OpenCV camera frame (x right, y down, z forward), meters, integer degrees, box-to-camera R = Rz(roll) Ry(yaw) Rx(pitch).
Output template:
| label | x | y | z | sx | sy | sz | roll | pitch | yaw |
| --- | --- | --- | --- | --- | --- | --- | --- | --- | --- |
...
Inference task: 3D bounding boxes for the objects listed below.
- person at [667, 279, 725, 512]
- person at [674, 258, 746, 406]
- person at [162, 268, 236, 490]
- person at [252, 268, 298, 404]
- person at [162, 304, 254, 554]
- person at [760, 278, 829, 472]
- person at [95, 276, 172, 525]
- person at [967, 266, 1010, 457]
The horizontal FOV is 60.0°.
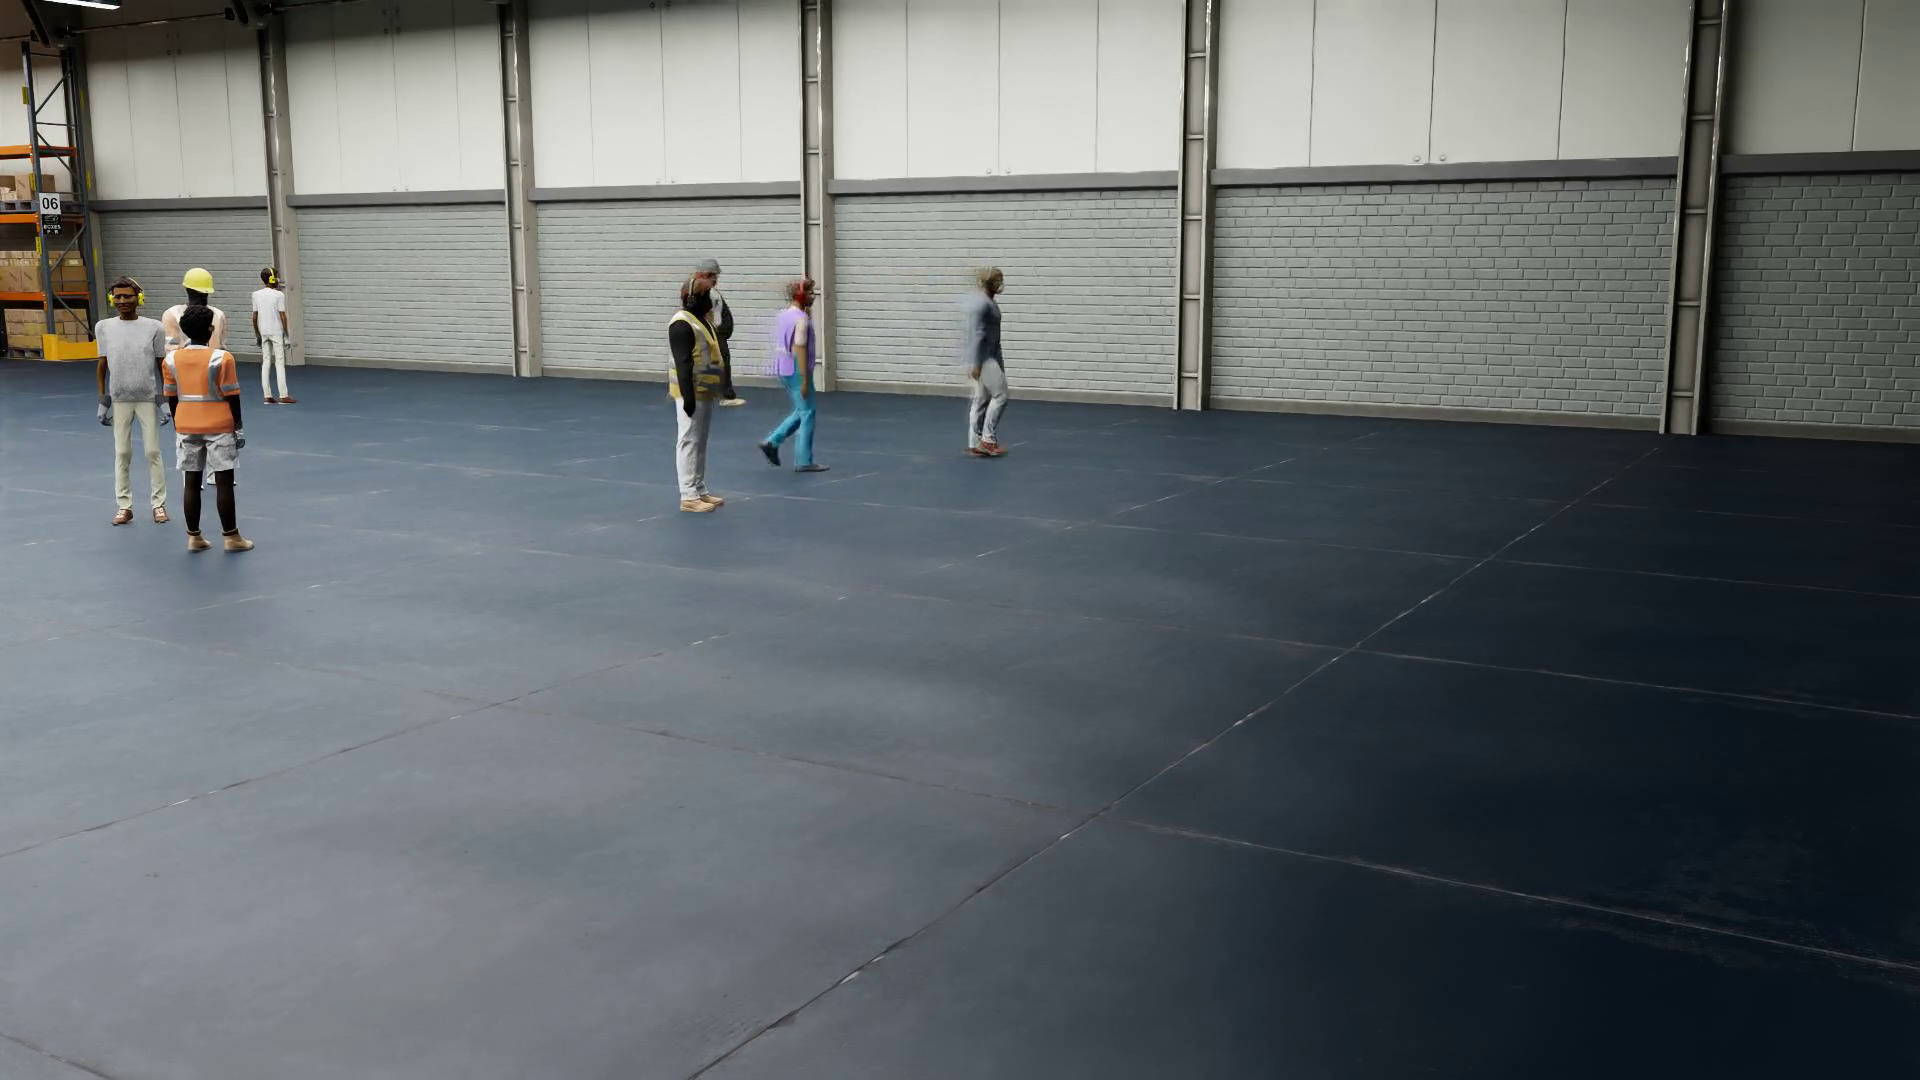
| label | x | y | z | sx | sy | sz | roll | pitch | yaw |
| --- | --- | --- | --- | --- | --- | --- | --- | --- | --- |
| person | -2.090 | -1.152 | 13.269 | 0.430 | 1.845 | 0.619 | 1 | 10 | 7 |
| person | -3.439 | -2.819 | 22.442 | 0.956 | 2.000 | 0.686 | -3 | 10 | -19 |
| person | -6.598 | -1.396 | 14.472 | 0.380 | 1.919 | 0.585 | 6 | 11 | 31 |
| person | -9.428 | -2.790 | 22.799 | 0.521 | 1.864 | 0.335 | 2 | 10 | 13 |
| person | -5.118 | -0.746 | 11.308 | 0.535 | 1.699 | 0.318 | 1 | 10 | 5 |
| person | -1.538 | -1.532 | 15.537 | 0.520 | 1.822 | 0.584 | -4 | 10 | -21 |
| person | -6.242 | -1.047 | 12.568 | 0.513 | 1.872 | 0.328 | -4 | 10 | -20 |
| person | 0.333 | -1.774 | 16.664 | 0.583 | 1.919 | 0.667 | 1 | 10 | 9 |
